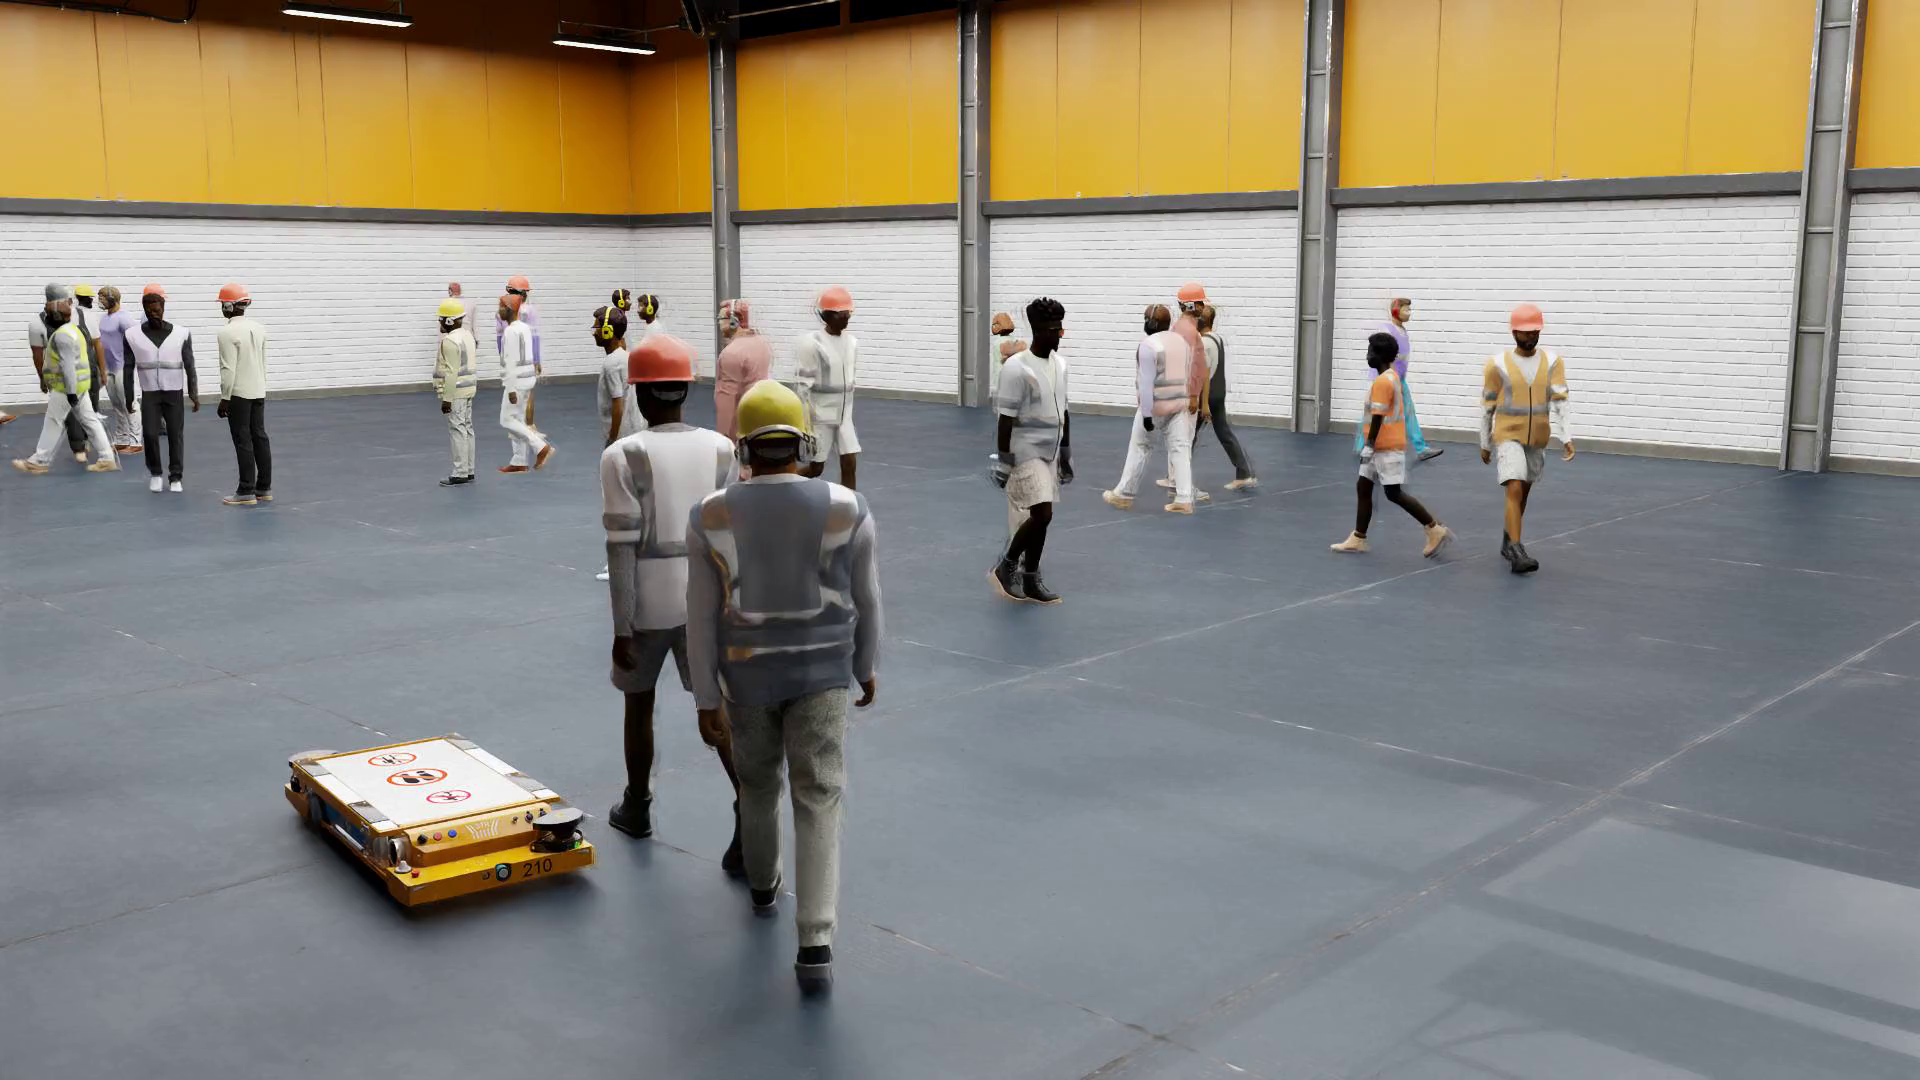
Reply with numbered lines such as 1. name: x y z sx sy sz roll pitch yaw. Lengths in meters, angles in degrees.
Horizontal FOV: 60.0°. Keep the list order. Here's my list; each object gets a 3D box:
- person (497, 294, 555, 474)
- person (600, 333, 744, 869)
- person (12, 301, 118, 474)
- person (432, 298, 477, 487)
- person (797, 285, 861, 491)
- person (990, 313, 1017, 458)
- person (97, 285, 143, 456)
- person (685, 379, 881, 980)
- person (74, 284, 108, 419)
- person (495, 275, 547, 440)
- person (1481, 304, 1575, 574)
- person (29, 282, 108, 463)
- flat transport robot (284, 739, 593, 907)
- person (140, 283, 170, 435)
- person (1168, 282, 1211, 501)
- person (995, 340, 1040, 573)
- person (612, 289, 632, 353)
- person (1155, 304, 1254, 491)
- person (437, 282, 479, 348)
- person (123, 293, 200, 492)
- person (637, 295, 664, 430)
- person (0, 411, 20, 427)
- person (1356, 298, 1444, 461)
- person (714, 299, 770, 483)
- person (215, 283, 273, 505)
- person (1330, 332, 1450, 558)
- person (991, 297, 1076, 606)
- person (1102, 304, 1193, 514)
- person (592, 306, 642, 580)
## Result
1. person: -4.502 -1.591 17.099 0.544 1.872 0.587 0 9 3
2. person: -0.987 0.218 5.928 0.558 1.903 0.956 -7 11 -36
3. person: -9.296 -1.573 17.228 0.978 1.787 0.653 -2 10 -15
4. person: -4.936 -1.437 16.251 0.404 1.836 0.590 0 9 0
5. person: -1.098 -0.997 13.081 0.929 2.008 0.613 8 12 40
6. person: 0.495 -1.728 18.651 0.278 1.631 0.505 5 10 28
7. person: -9.580 -1.926 18.948 0.627 1.936 0.376 7 12 37
8. person: -0.535 0.401 5.135 0.598 1.789 0.928 -1 9 -5
9. person: -12.223 -2.621 23.258 0.611 1.913 0.447 6 11 34
10. person: -5.415 -2.237 20.518 0.605 2.045 0.377 4 10 23
11. person: 3.982 -0.723 11.768 0.550 1.882 1.025 0 9 -1
12. person: -9.881 -1.893 18.417 0.727 2.000 0.840 -8 12 -40
13. flat transport robot: -1.970 0.988 6.165 0.652 0.197 1.431 -7 12 -37
14. person: -10.229 -2.300 21.229 0.357 1.936 0.551 -6 11 -31
15. person: 2.099 -1.364 15.317 0.378 1.995 0.609 -1 9 -4
16. person: 0.421 -0.580 11.630 0.315 1.631 0.524 4 10 25
17. person: -4.216 -2.191 20.797 0.327 1.862 0.520 -4 10 -25
18. person: 2.384 -1.351 15.890 0.983 1.798 0.528 6 11 31
19. person: -8.658 -3.456 28.472 0.689 1.882 0.692 -9 13 -43
20. person: -7.547 -1.380 15.727 0.631 1.898 0.492 -4 10 -26
21. person: -3.513 -1.795 18.472 0.929 1.830 0.520 -1 9 -8
22. person: -13.029 -2.387 21.942 1.026 1.883 0.658 -9 13 -43
23. person: 4.835 -1.759 18.354 0.978 1.793 0.575 8 12 40
24. person: -1.706 -0.893 12.745 0.434 1.887 0.667 2 10 13
25. person: -6.482 -1.314 15.008 0.379 1.996 0.611 2 9 10
26. person: 3.193 -0.695 12.213 0.799 1.665 0.533 2 9 13
27. person: 0.488 -0.542 10.418 0.414 1.947 0.615 6 11 34
28. person: 1.684 -1.143 14.534 0.627 1.802 0.919 -8 12 -40
29. person: -2.342 -0.652 11.349 0.330 1.867 0.512 0 9 2
